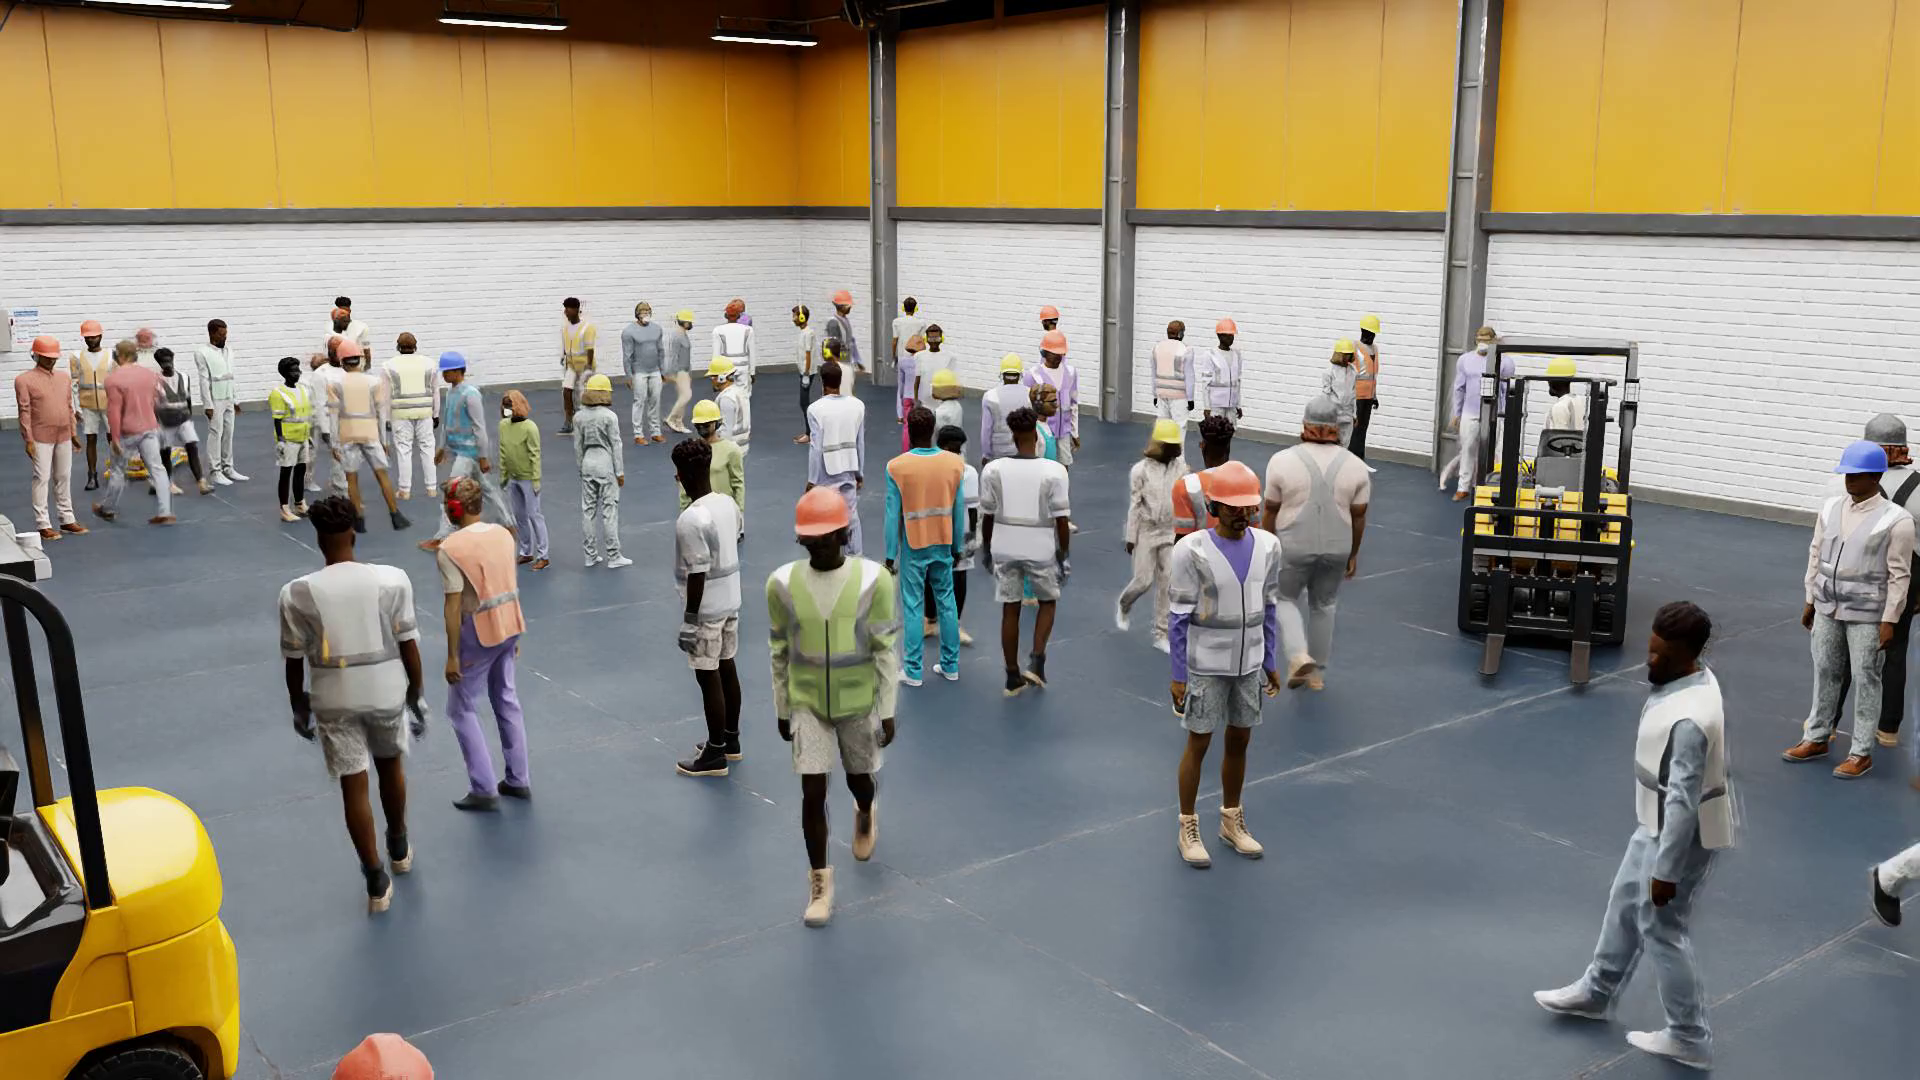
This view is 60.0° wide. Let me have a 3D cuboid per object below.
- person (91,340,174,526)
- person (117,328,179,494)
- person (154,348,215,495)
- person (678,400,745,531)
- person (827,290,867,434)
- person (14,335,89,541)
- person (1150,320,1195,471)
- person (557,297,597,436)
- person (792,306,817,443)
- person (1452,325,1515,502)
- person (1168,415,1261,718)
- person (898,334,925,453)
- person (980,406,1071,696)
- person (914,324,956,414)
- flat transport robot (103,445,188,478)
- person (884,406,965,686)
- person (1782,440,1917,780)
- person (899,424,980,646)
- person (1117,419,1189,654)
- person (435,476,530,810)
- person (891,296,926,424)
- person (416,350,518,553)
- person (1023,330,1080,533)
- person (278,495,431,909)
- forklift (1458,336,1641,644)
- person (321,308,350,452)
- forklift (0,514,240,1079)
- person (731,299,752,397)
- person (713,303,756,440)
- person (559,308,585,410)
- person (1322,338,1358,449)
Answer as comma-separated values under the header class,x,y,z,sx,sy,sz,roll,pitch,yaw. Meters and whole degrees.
class,x,y,z,sx,sy,sz,roll,pitch,yaw
person,-8.419,-1.081,16.847,1.066,1.870,0.637,5,13,24
person,-9.138,-1.459,18.785,0.652,1.857,1.037,-7,13,-29
person,-8.623,-1.281,18.341,0.822,1.654,0.545,9,14,36
person,-1.936,-0.211,12.920,0.534,1.767,0.318,3,12,14
person,-1.562,-2.469,23.205,0.647,2.021,0.644,2,12,10
person,-8.845,-1.001,16.206,0.393,1.985,0.611,4,12,20
person,2.594,-1.743,20.164,0.429,1.837,0.627,-11,16,-44
person,-5.313,-2.381,23.000,0.628,1.927,0.792,6,13,26
person,-2.099,-2.237,22.493,0.334,1.855,0.544,-2,12,-11
person,5.656,-1.357,18.038,0.635,1.936,0.355,7,14,30
person,1.600,0.184,10.525,0.603,1.966,0.368,-4,12,-17
person,-0.542,-1.717,20.516,0.498,1.633,0.280,8,14,35
person,0.435,0.080,11.108,0.641,1.930,0.451,3,12,14
person,-0.288,-1.576,19.297,0.512,1.862,0.322,0,12,2
flat transport robot,-9.870,-0.962,20.177,0.652,0.197,1.431,-3,12,-14
person,-0.233,0.044,11.356,0.587,1.910,0.396,-6,13,-28
person,5.126,0.392,9.567,0.390,1.948,0.607,-6,13,-25
person,-0.156,-0.034,12.290,0.626,1.682,0.330,3,12,14
person,1.428,-0.054,12.260,0.500,1.721,0.577,-5,13,-22
person,-2.611,0.560,9.098,0.447,1.816,0.587,4,13,21
person,-0.751,-2.634,24.403,0.516,1.865,0.322,0,12,0
person,-4.672,-0.851,15.722,0.982,1.897,0.610,-6,13,-29
person,0.915,-1.053,16.369,0.608,2.029,0.406,-7,13,-30
person,-2.892,0.735,7.954,0.634,1.924,0.865,-5,13,-24
forklift,4.683,-0.471,13.136,1.214,2.155,2.313,4,12,20
person,-8.097,-2.079,21.707,0.368,1.874,0.578,2,12,8
forklift,-3.687,1.115,5.480,2.313,2.155,1.214,-9,15,-36
person,-3.626,-3.155,27.452,0.307,1.638,0.513,10,15,39
person,-3.075,-2.287,22.658,0.587,1.882,0.342,-4,12,-18
person,-5.968,-2.811,25.805,0.520,1.631,0.509,0,12,-2
person,4.277,-1.394,18.688,0.493,1.743,0.311,-6,13,-27
